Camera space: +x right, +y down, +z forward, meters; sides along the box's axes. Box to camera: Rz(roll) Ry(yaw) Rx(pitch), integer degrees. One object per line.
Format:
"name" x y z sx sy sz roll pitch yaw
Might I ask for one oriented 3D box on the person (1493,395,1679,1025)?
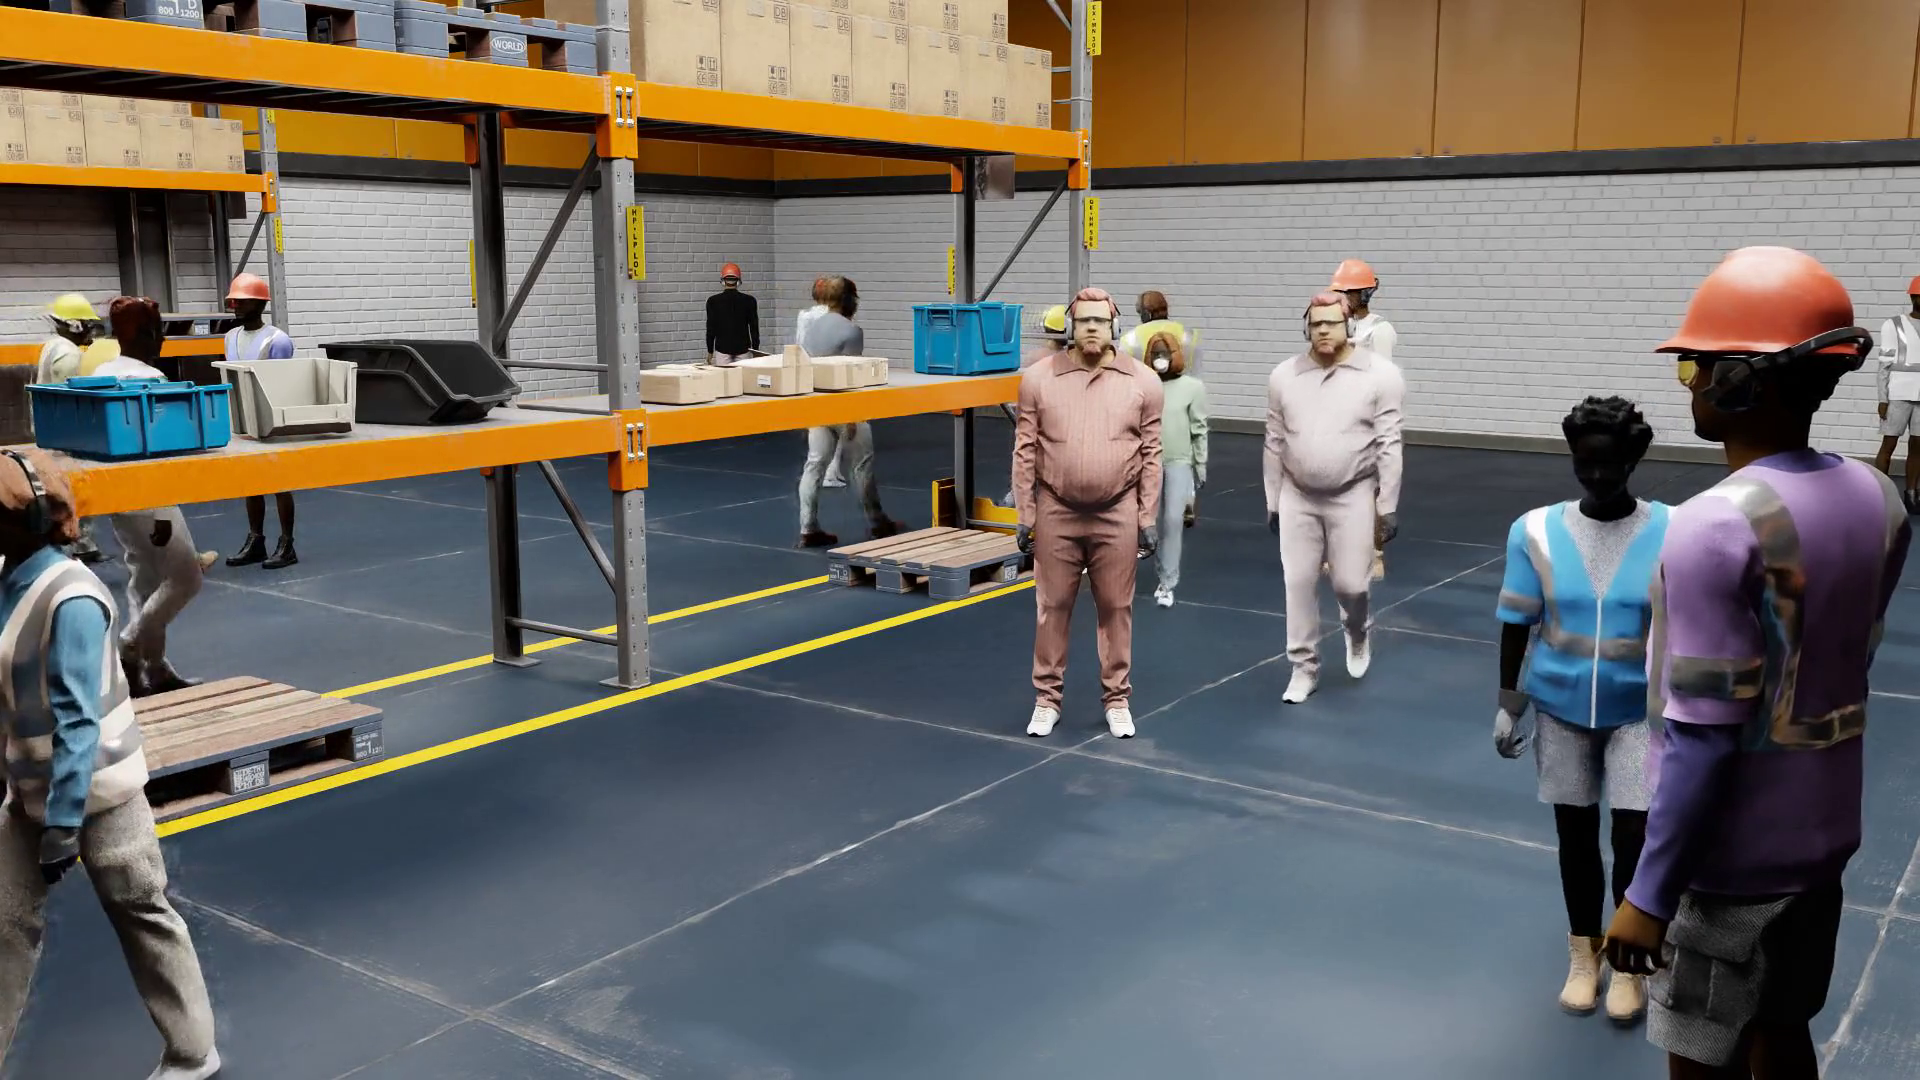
"person" 1.684 0.456 4.378 0.565 1.676 0.420 6 11 32

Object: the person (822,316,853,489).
"person" -1.071 -1.273 14.845 0.512 1.618 0.539 -9 13 -43

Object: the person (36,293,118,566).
"person" -5.931 -0.716 10.995 0.572 1.816 0.587 -6 11 -32

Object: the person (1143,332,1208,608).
"person" 1.165 -0.407 9.756 0.518 1.596 0.773 3 10 19

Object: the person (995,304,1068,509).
"person" 0.600 -0.839 12.015 0.757 1.722 0.537 5 11 29

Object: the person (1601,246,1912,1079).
"person" 1.351 0.522 2.918 0.605 2.045 0.379 -7 12 -37

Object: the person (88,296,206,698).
"person" -3.724 -0.164 7.526 0.569 1.868 0.466 6 11 33

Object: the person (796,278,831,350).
"person" -1.388 -1.762 17.099 0.587 1.856 0.874 -3 10 -19

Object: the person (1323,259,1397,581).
"person" 2.490 -0.747 10.536 0.422 2.035 0.601 -4 10 -21

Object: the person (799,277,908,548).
"person" -0.784 -0.912 11.871 0.942 1.898 0.645 -8 12 -40

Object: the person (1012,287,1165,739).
"person" 0.541 -0.107 7.062 0.643 1.913 0.410 1 10 3

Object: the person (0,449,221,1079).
"person" -2.102 0.601 3.756 0.537 1.598 0.809 7 12 38

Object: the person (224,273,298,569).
"person" -4.635 -0.777 10.964 0.545 1.942 0.351 4 10 21

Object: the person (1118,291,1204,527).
"person" 1.490 -0.938 12.341 0.656 1.809 0.543 0 10 -3

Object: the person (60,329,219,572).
"person" -5.246 -0.579 10.336 0.646 1.773 1.052 5 11 29

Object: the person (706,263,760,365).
"person" -2.641 -2.208 19.322 0.623 1.993 0.384 -3 10 -16

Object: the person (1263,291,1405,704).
"person" 1.716 -0.199 7.678 0.660 1.889 0.539 5 11 27

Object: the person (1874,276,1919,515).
"person" 7.582 -1.148 13.228 0.547 1.933 0.379 0 10 2
